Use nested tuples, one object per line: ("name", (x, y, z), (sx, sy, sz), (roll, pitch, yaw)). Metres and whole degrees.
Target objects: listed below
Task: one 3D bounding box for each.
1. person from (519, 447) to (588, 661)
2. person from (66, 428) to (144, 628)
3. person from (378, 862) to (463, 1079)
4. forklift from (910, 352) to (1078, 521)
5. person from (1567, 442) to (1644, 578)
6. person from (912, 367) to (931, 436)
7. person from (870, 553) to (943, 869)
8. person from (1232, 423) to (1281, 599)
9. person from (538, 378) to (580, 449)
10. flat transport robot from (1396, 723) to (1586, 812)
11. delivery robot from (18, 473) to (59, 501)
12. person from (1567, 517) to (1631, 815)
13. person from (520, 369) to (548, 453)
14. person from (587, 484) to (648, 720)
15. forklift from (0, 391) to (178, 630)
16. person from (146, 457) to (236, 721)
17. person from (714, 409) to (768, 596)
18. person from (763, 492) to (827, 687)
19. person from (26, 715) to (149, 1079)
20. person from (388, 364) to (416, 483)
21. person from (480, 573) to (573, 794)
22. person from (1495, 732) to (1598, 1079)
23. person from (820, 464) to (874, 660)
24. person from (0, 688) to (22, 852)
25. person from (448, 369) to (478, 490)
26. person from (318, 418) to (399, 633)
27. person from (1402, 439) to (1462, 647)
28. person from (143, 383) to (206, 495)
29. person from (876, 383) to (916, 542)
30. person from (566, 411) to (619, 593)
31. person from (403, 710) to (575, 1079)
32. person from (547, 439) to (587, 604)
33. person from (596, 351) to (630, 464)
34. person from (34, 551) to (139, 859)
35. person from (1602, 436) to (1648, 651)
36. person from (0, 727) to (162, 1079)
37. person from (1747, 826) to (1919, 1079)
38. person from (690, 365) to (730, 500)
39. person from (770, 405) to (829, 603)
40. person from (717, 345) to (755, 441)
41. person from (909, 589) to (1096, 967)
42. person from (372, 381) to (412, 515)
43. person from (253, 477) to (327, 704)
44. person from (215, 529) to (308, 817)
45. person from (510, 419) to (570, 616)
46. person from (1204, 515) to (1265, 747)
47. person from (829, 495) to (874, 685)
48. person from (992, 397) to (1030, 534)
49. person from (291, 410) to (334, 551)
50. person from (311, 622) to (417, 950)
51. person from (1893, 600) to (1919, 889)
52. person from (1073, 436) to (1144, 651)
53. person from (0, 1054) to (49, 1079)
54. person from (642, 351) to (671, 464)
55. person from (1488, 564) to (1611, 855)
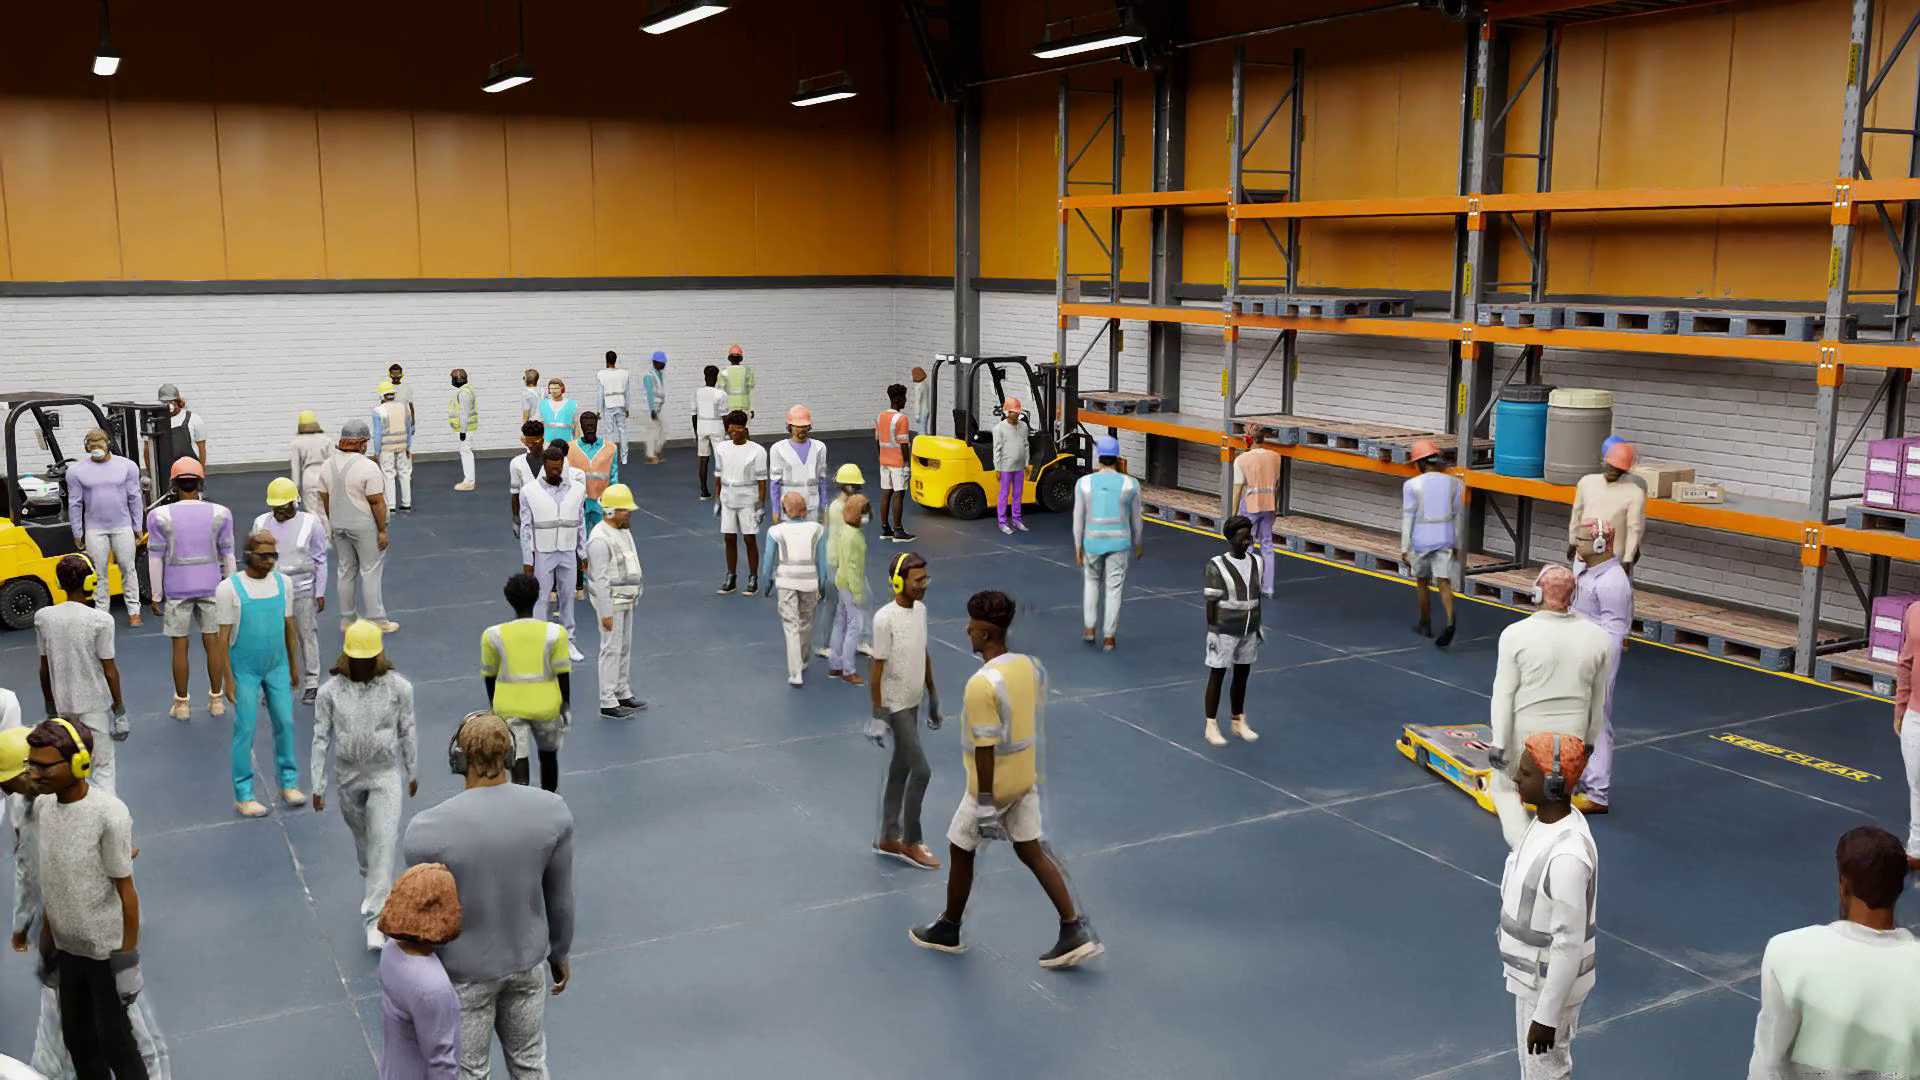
("person", (-3.534, 0.127, 14.501), (0.594, 1.910, 0.384), (-7, 12, -33))
("person", (-8.101, -0.104, 15.805), (0.632, 1.930, 0.375), (-5, 11, -25))
("person", (-1.744, 1.847, 5.438), (0.288, 1.629, 0.506), (-6, 12, -32))
("forklift", (0.460, -1.461, 22.833), (2.313, 2.155, 1.214), (-5, 11, -28))
("person", (5.618, 0.095, 14.568), (0.650, 1.950, 0.583), (8, 12, 37))
("person", (-0.650, -2.153, 28.471), (0.318, 1.622, 0.508), (3, 10, 16))
("person", (-0.236, 0.990, 9.689), (0.642, 1.852, 0.554), (5, 11, 26))
("person", (3.040, -0.279, 17.066), (0.565, 1.836, 0.383), (-4, 11, -24))
("person", (-5.541, -1.319, 23.015), (0.570, 1.843, 0.373), (0, 10, 1))
("flat transport robot", (3.570, 1.509, 11.265), (0.652, 0.197, 1.431), (-2, 10, -10))
("delivery robot", (-12.732, -0.678, 22.773), (0.707, 0.478, 0.477), (1, 10, 6))
("person", (4.019, 0.798, 10.652), (0.409, 1.906, 0.651), (1, 10, 6))
("person", (-6.348, -1.630, 24.806), (0.342, 1.846, 0.509), (5, 11, 27))
("person", (-2.642, 0.471, 12.796), (0.403, 1.821, 0.600), (1, 10, 7))
("forklift", (-9.026, -0.363, 16.508), (1.214, 2.155, 2.313), (6, 11, 29))
("person", (-5.882, 0.374, 12.765), (0.615, 2.028, 0.409), (-7, 12, -35))
("person", (-2.299, -0.389, 17.362), (0.605, 1.955, 0.398), (4, 11, 22))
("person", (-1.381, 0.386, 13.916), (0.522, 1.592, 0.788), (-3, 10, -15))
("person", (-3.330, 1.569, 6.349), (0.530, 1.862, 0.327), (5, 11, 27))
("person", (-8.709, -1.802, 25.772), (0.509, 1.860, 0.334), (-2, 10, -13))
("person", (-2.633, 1.014, 10.130), (0.538, 1.642, 0.875), (-3, 10, -15))
("person", (2.113, 1.610, 6.050), (0.356, 1.883, 0.573), (2, 10, 12))
("person", (-0.949, 0.203, 14.549), (0.662, 1.744, 0.523), (5, 11, 25))
("person", (-4.736, 1.320, 7.881), (0.586, 1.839, 1.010), (-8, 13, -40))
("person", (-7.491, -1.669, 25.095), (0.429, 1.831, 0.635), (-3, 10, -15))
("person", (-5.616, -0.135, 15.639), (0.689, 2.000, 0.538), (4, 11, 24))
("person", (4.323, 0.034, 15.173), (0.568, 1.887, 0.845), (0, 10, -2))
("person", (-9.292, -0.837, 19.683), (0.689, 2.000, 0.539), (-3, 10, -15))
("person", (-0.800, -0.962, 20.614), (0.361, 1.963, 0.613), (-7, 12, -36))
("person", (-3.892, -0.406, 17.546), (0.591, 1.922, 0.390), (-3, 10, -17))
("person", (-1.720, 1.575, 6.133), (0.635, 1.929, 0.382), (-8, 13, -38))
("person", (-4.067, -0.192, 16.988), (0.532, 1.691, 0.322), (-4, 11, -21))
("person", (-5.835, -2.222, 28.006), (0.589, 1.920, 0.392), (-7, 12, -35))
("person", (-5.095, 0.993, 9.680), (0.514, 1.861, 0.321), (2, 10, 10))
("person", (5.828, 0.042, 14.895), (0.615, 1.943, 0.399), (-2, 10, -12))
("person", (-3.699, 1.575, 6.773), (0.502, 1.683, 0.806), (9, 13, 41))
("person", (2.695, 1.776, 5.096), (0.621, 1.872, 0.915), (2, 10, 13))
("person", (-3.577, -1.544, 23.986), (0.602, 1.958, 0.369), (3, 10, 19))
("person", (-1.616, -0.351, 16.876), (0.615, 2.042, 0.372), (-5, 11, -27))
("person", (-3.708, -2.205, 27.550), (0.609, 2.043, 0.397), (-3, 10, -14))
("person", (0.243, 1.197, 8.340), (0.995, 1.923, 0.620), (6, 11, 30))
("person", (-7.764, -1.257, 22.706), (0.404, 1.827, 0.600), (7, 12, 35))
("person", (-5.323, 0.401, 13.179), (0.586, 1.824, 0.404), (0, 10, 0))
("person", (-4.487, 0.833, 10.647), (0.361, 1.838, 0.539), (8, 12, 38))
("person", (-4.126, -0.215, 16.376), (0.610, 1.952, 0.387), (0, 10, 3))
("person", (1.996, 0.651, 12.103), (0.540, 1.695, 0.317), (-6, 11, -30))
("person", (-0.904, 0.400, 13.836), (0.391, 1.600, 0.591), (0, 10, -2))
("person", (0.669, -0.952, 21.205), (0.568, 1.746, 0.343), (-8, 13, -38))
("person", (-7.632, -0.683, 19.732), (0.524, 1.712, 0.632), (-7, 12, -37))
("person", (-3.121, 1.246, 8.720), (0.517, 1.678, 0.951), (-2, 10, -11))
("person", (5.534, 1.009, 9.393), (0.379, 1.929, 0.637), (-2, 10, -14))
("person", (1.353, 0.021, 15.055), (0.623, 1.926, 0.576), (2, 10, 12))
("person", (-2.473, 1.903, 4.162), (0.599, 1.959, 0.381), (2, 10, 14))
("person", (-5.127, -2.227, 28.037), (0.471, 1.922, 0.617), (3, 10, 19))
("person", (3.213, 1.064, 9.166), (0.668, 1.887, 0.441), (-1, 10, -6))
